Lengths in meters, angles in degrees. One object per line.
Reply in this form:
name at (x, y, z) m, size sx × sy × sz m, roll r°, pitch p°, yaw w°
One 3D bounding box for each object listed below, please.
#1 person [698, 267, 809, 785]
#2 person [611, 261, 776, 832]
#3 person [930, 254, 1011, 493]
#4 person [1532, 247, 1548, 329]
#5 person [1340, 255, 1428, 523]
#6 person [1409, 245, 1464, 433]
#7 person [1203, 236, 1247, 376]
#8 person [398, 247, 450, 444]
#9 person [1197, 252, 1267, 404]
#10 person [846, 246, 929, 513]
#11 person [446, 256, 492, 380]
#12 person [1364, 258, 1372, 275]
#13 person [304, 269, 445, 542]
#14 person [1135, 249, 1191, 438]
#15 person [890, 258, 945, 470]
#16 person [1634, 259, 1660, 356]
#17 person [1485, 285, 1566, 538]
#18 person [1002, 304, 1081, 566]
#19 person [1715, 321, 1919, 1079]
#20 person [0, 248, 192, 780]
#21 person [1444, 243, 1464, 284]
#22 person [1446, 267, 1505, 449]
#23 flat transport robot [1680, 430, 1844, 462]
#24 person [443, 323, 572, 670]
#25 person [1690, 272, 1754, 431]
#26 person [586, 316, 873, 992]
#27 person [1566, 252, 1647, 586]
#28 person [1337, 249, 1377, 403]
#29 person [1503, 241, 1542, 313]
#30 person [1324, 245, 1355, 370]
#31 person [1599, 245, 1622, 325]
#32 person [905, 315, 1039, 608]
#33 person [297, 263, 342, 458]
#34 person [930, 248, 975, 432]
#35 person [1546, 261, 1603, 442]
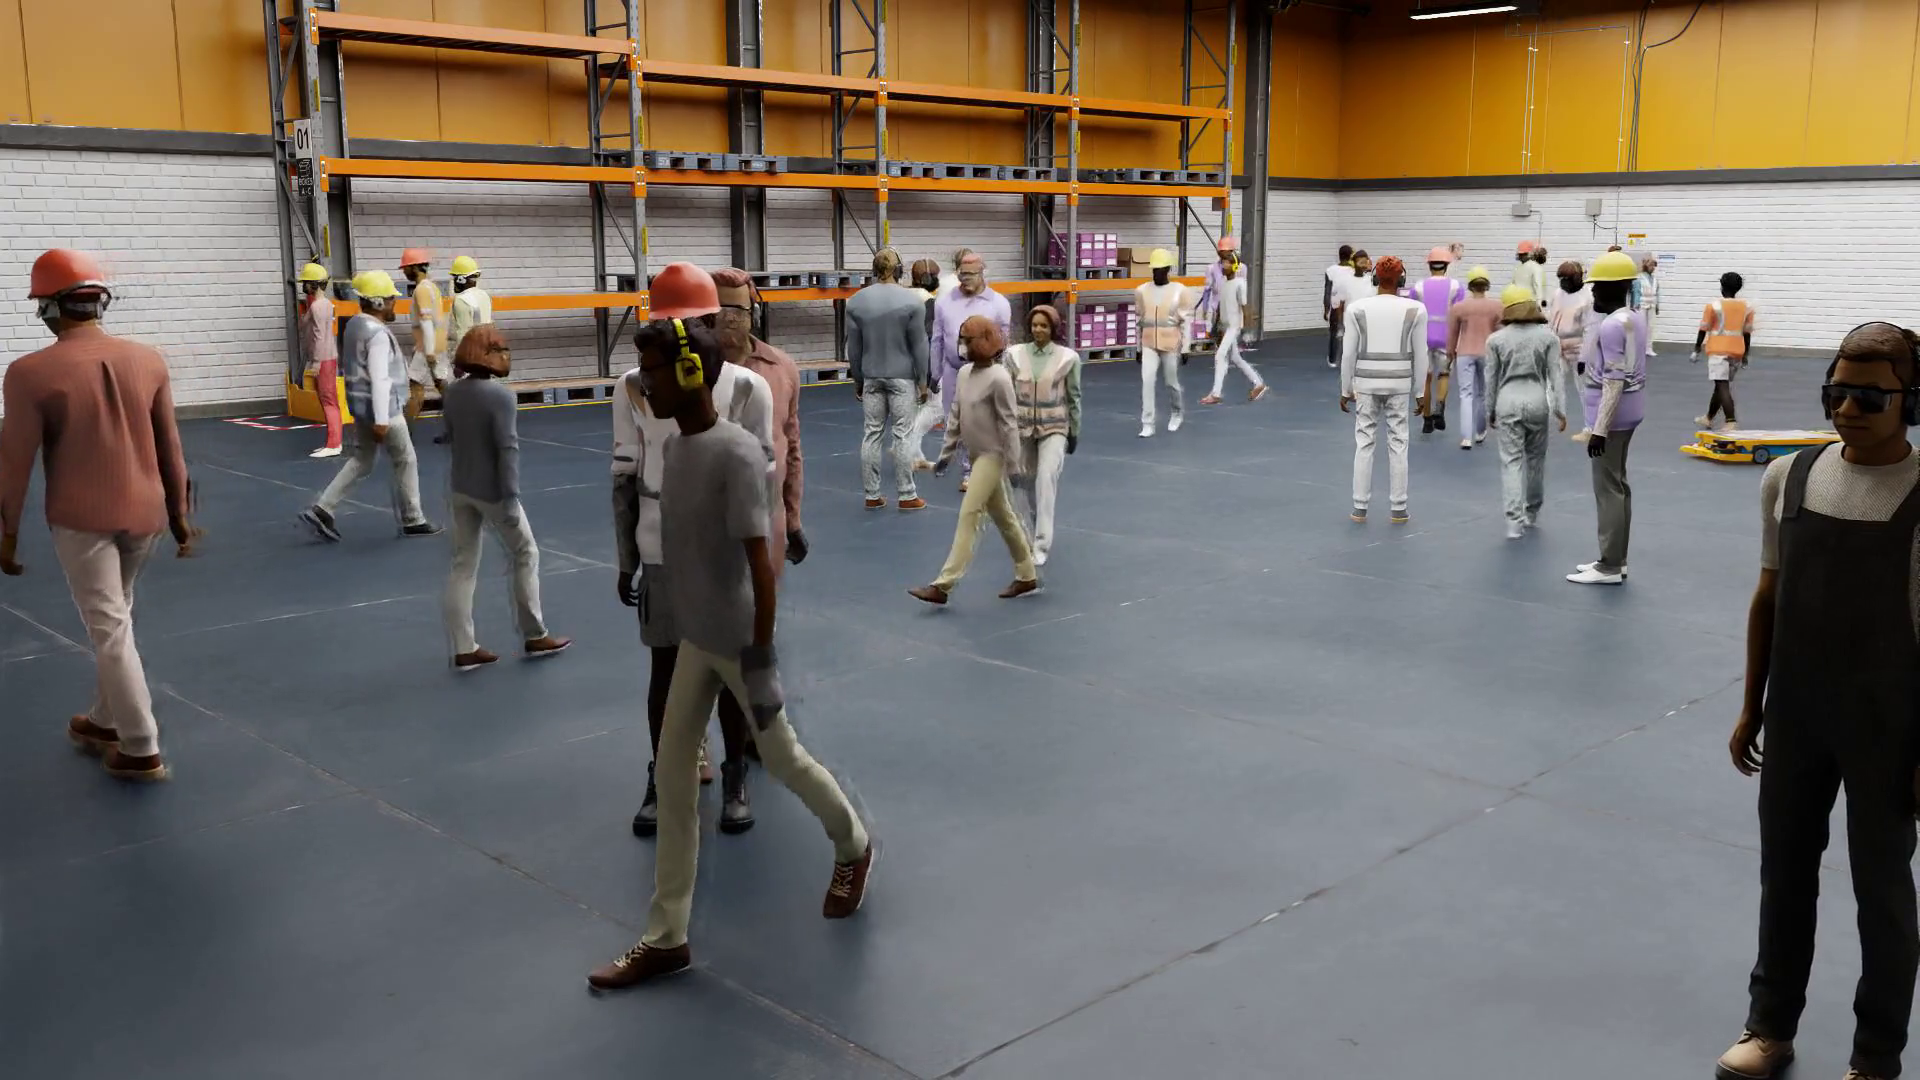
person at (-0.848, -0.057, 6.233) m, size 0.642 × 1.905 × 0.399 m, roll -7°, pitch 13°, yaw -34°
person at (-0.893, 0.041, 5.600) m, size 0.549 × 1.936 × 0.377 m, roll 0°, pitch 10°, yaw 0°
person at (0.092, -1.351, 13.355) m, size 0.660 × 1.876 × 0.760 m, roll 2°, pitch 11°, yaw 13°
person at (10.094, -4.185, 28.995) m, size 0.788 × 1.807 × 0.637 m, roll 6°, pitch 12°, yaw 30°
person at (2.981, -1.054, 11.716) m, size 0.586 × 1.882 × 0.340 m, roll 3°, pitch 11°, yaw 15°
person at (4.861, -2.045, 17.037) m, size 0.571 × 1.916 × 0.446 m, roll 3°, pitch 11°, yaw 17°
person at (3.883, -3.422, 24.312) m, size 0.619 × 2.015 × 0.950 m, roll 4°, pitch 11°, yaw 21°
person at (-5.251, -1.861, 16.078) m, size 0.902 × 1.892 × 0.563 m, roll 0°, pitch 10°, yaw -2°
person at (3.333, -2.566, 20.130) m, size 0.946 × 1.833 × 0.528 m, roll -3°, pitch 11°, yaw -16°
person at (-0.519, -1.164, 12.169) m, size 0.631 × 1.940 × 0.372 m, roll 4°, pitch 11°, yaw 19°
person at (-4.518, -1.690, 15.330) m, size 0.404 × 1.832 × 0.594 m, roll 1°, pitch 10°, yaw 6°
person at (7.151, -4.189, 29.523) m, size 0.280 × 1.624 × 0.493 m, roll -2°, pitch 11°, yaw -12°
person at (-3.914, -0.877, 10.970) m, size 0.827 × 1.807 × 0.587 m, roll -8°, pitch 13°, yaw -39°
person at (2.073, -2.016, 16.951) m, size 0.596 × 1.896 × 0.921 m, roll 5°, pitch 11°, yaw 23°
person at (-0.357, -1.476, 14.188) m, size 0.463 × 1.831 × 0.641 m, roll -5°, pitch 12°, yaw -27°
person at (11.558, -3.918, 28.032) m, size 0.546 × 1.628 × 0.398 m, roll -4°, pitch 11°, yaw -20°
person at (3.834, -0.884, 11.322) m, size 0.528 × 1.684 × 0.815 m, roll 3°, pitch 11°, yaw 15°
person at (0.514, -0.688, 10.492) m, size 0.507 × 1.604 × 0.813 m, roll 3°, pitch 11°, yaw 16°
person at (2.034, 0.421, 3.821) m, size 0.341 × 1.839 × 0.501 m, roll -7°, pitch 12°, yaw -32°
person at (-3.317, -0.094, 6.248) m, size 0.840 × 1.963 × 0.655 m, roll 6°, pitch 12°, yaw 28°
person at (8.828, -4.326, 29.586) m, size 0.793 × 1.871 × 0.658 m, roll 4°, pitch 11°, yaw 20°
person at (4.942, -1.752, 15.966) m, size 0.530 × 1.716 × 0.840 m, roll 2°, pitch 11°, yaw 13°
flat transport robot at (7.371, -0.859, 15.058) m, size 1.431 × 0.197 × 0.652 m, roll -1°, pitch 10°, yaw -7°
person at (-2.158, -0.215, 7.866) m, size 0.530 × 1.604 × 0.695 m, roll 7°, pitch 13°, yaw 34°
person at (7.787, -1.904, 16.985) m, size 0.532 × 1.647 × 0.876 m, roll -2°, pitch 11°, yaw -12°
person at (-0.599, 0.281, 4.662) m, size 0.977 × 1.814 × 0.605 m, roll -9°, pitch 14°, yaw -40°
person at (3.760, -0.699, 9.667) m, size 0.379 × 1.925 × 0.594 m, roll 6°, pitch 12°, yaw 31°
person at (4.817, -2.603, 20.244) m, size 0.524 × 1.854 × 0.537 m, roll -1°, pitch 10°, yaw -7°
person at (8.931, -3.766, 26.379) m, size 1.068 × 1.943 × 0.636 m, roll -2°, pitch 11°, yaw -10°
person at (5.815, -3.522, 25.234) m, size 0.610 × 1.859 × 1.022 m, roll 1°, pitch 10°, yaw 5°
person at (11.238, -4.171, 28.828) m, size 0.373 × 1.840 × 0.572 m, roll 9°, pitch 14°, yaw 41°
person at (0.088, -0.427, 9.097) m, size 0.867 × 1.586 × 0.499 m, roll -5°, pitch 11°, yaw -24°
person at (-5.859, -1.640, 15.239) m, size 0.309 × 1.769 × 0.525 m, roll -2°, pitch 11°, yaw -13°
person at (0.044, -2.018, 16.976) m, size 1.012 × 1.887 × 0.649 m, roll 7°, pitch 13°, yaw 34°
person at (5.882, -1.810, 16.144) m, size 0.999 × 1.769 × 0.682 m, roll -5°, pitch 12°, yaw -25°
